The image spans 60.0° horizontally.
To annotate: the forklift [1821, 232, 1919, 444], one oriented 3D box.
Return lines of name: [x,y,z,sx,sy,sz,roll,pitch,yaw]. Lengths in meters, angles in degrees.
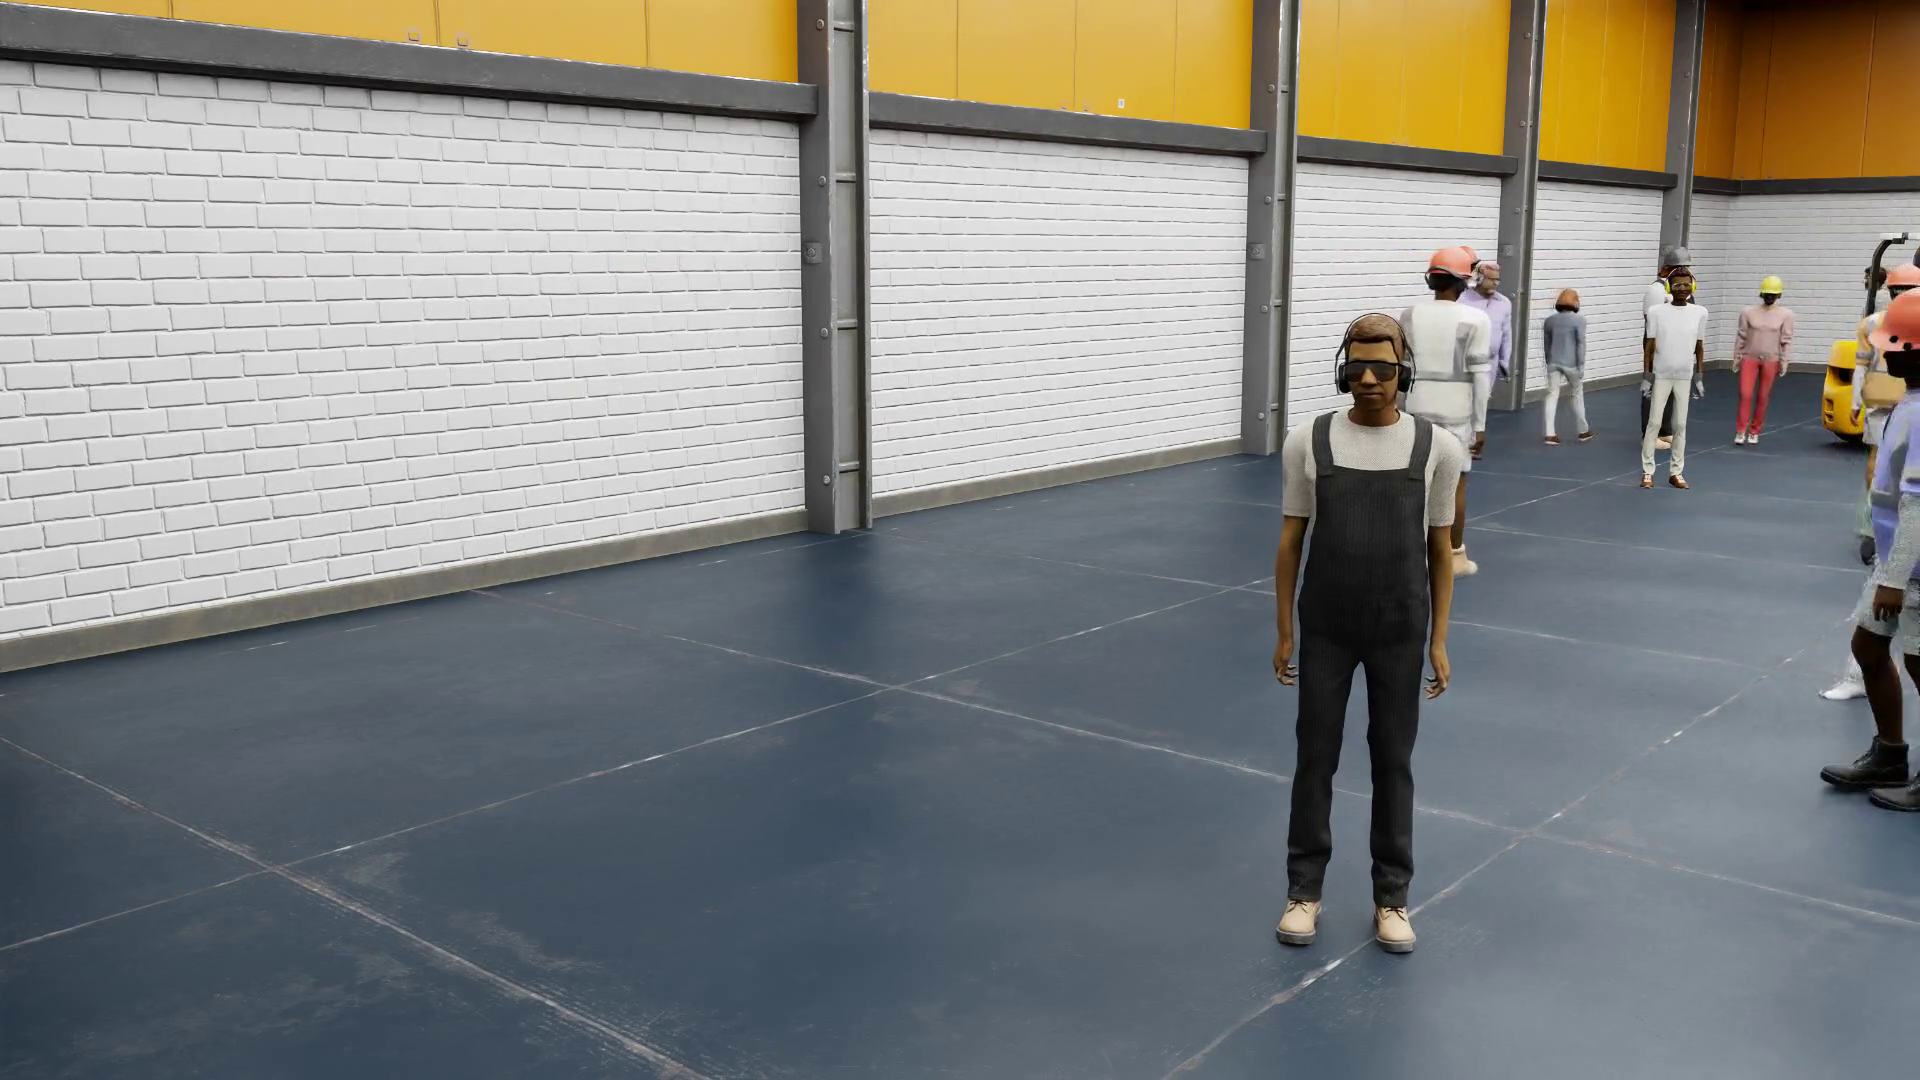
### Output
forklift: [9.955,-1.972,16.595,2.313,2.155,1.214,1,10,8]

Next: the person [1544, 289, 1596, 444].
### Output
person: [6.349,-1.810,17.339,0.812,1.592,0.515,-8,13,-40]

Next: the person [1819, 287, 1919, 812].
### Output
person: [3.377,0.059,5.879,0.520,1.897,0.586,3,11,19]

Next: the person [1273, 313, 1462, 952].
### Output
person: [1.163,0.273,4.810,0.508,1.846,0.342,2,10,12]

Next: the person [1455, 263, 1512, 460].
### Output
person: [4.954,-1.692,15.874,0.643,1.883,0.436,-3,10,-15]

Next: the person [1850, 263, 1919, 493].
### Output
person: [6.636,-1.000,11.824,0.566,1.916,0.514,7,12,35]

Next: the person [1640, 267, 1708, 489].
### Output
person: [6.017,-1.360,14.036,0.508,1.872,0.329,1,10,8]

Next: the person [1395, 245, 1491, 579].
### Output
person: [2.956,-0.779,10.238,0.610,2.043,0.380,7,12,35]

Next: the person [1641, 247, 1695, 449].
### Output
person: [7.236,-1.945,16.881,0.683,2.000,0.535,-9,13,-41]

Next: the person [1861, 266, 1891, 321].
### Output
person: [10.504,-2.241,19.172,0.548,1.836,0.876,-9,13,-41]

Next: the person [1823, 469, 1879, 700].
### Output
person: [4.136,-0.013,7.159,0.569,1.597,0.607,2,10,11]

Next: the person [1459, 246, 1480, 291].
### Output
person: [5.325,-2.090,17.694,0.379,2.045,0.605,4,11,23]

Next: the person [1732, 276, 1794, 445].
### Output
person: [8.206,-1.819,17.021,0.539,1.723,0.781,4,11,24]
